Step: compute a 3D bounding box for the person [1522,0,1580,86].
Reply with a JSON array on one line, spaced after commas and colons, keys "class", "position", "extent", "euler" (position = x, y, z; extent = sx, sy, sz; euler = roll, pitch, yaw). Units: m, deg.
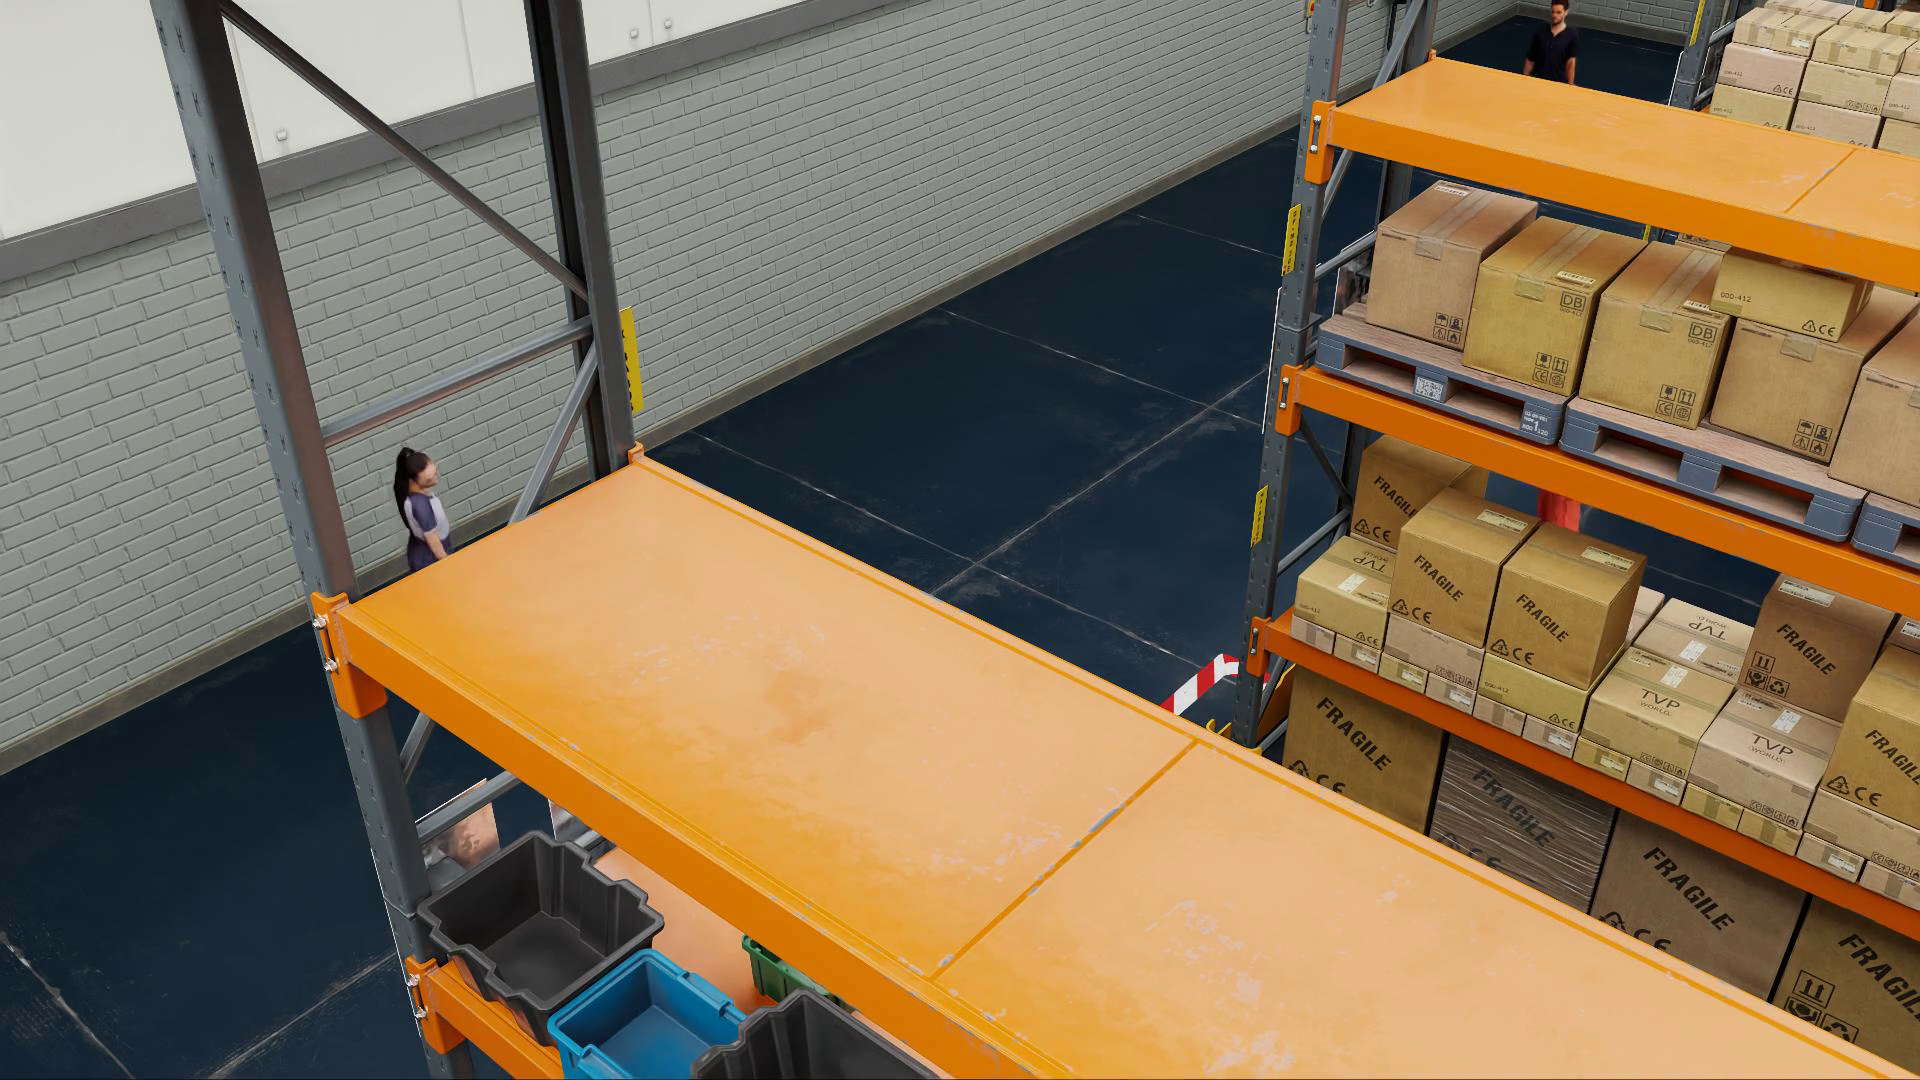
[{"class": "person", "position": [6.272, -4.847, 17.681], "extent": [0.925, 1.828, 0.814], "euler": [20, 38, 28]}]

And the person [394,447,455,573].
[{"class": "person", "position": [-3.298, 0.096, 10.253], "extent": [0.616, 1.640, 0.811], "euler": [27, 42, 35]}]
